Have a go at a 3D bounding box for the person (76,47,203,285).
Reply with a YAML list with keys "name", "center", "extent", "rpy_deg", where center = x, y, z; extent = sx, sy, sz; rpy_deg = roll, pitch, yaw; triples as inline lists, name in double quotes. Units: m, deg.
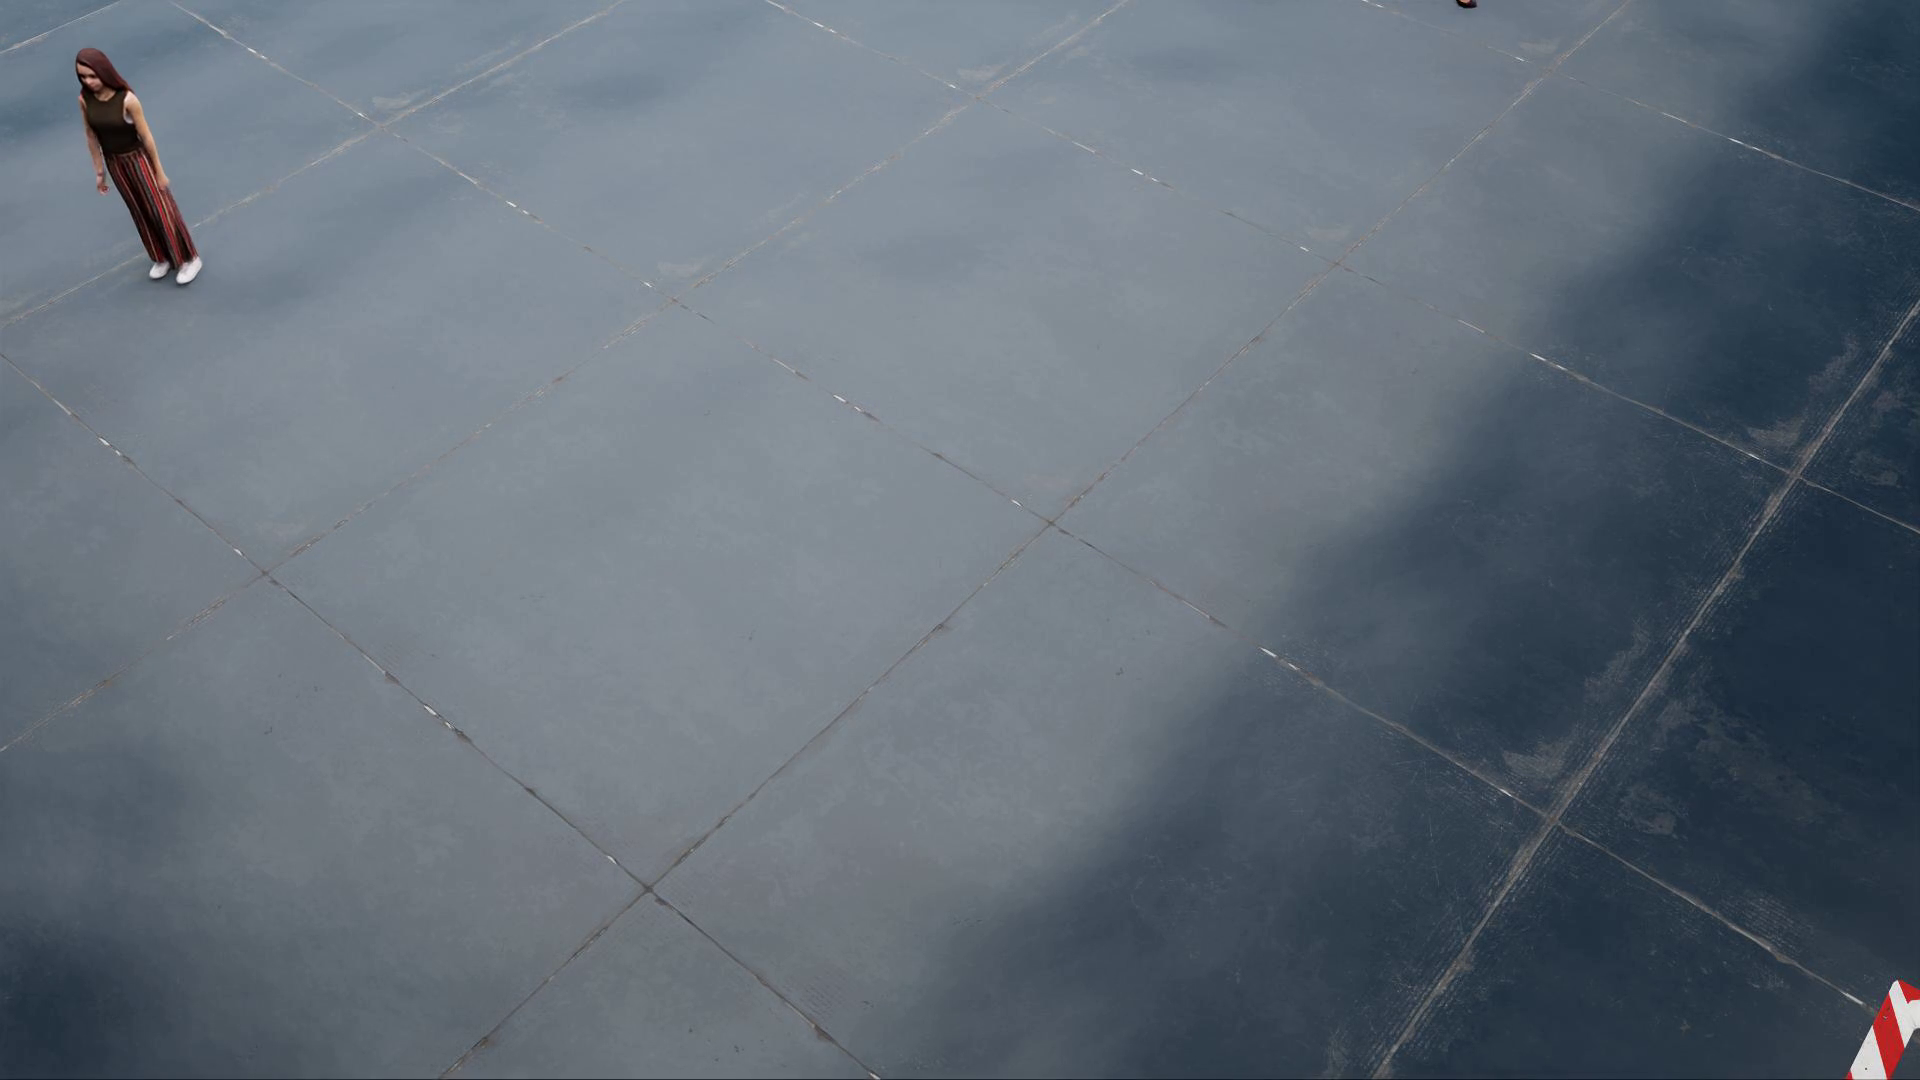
- name: "person"
  center: [-5.044, -2.305, 10.134]
  extent: [0.648, 1.559, 0.724]
  rpy_deg: [7, 48, 6]
